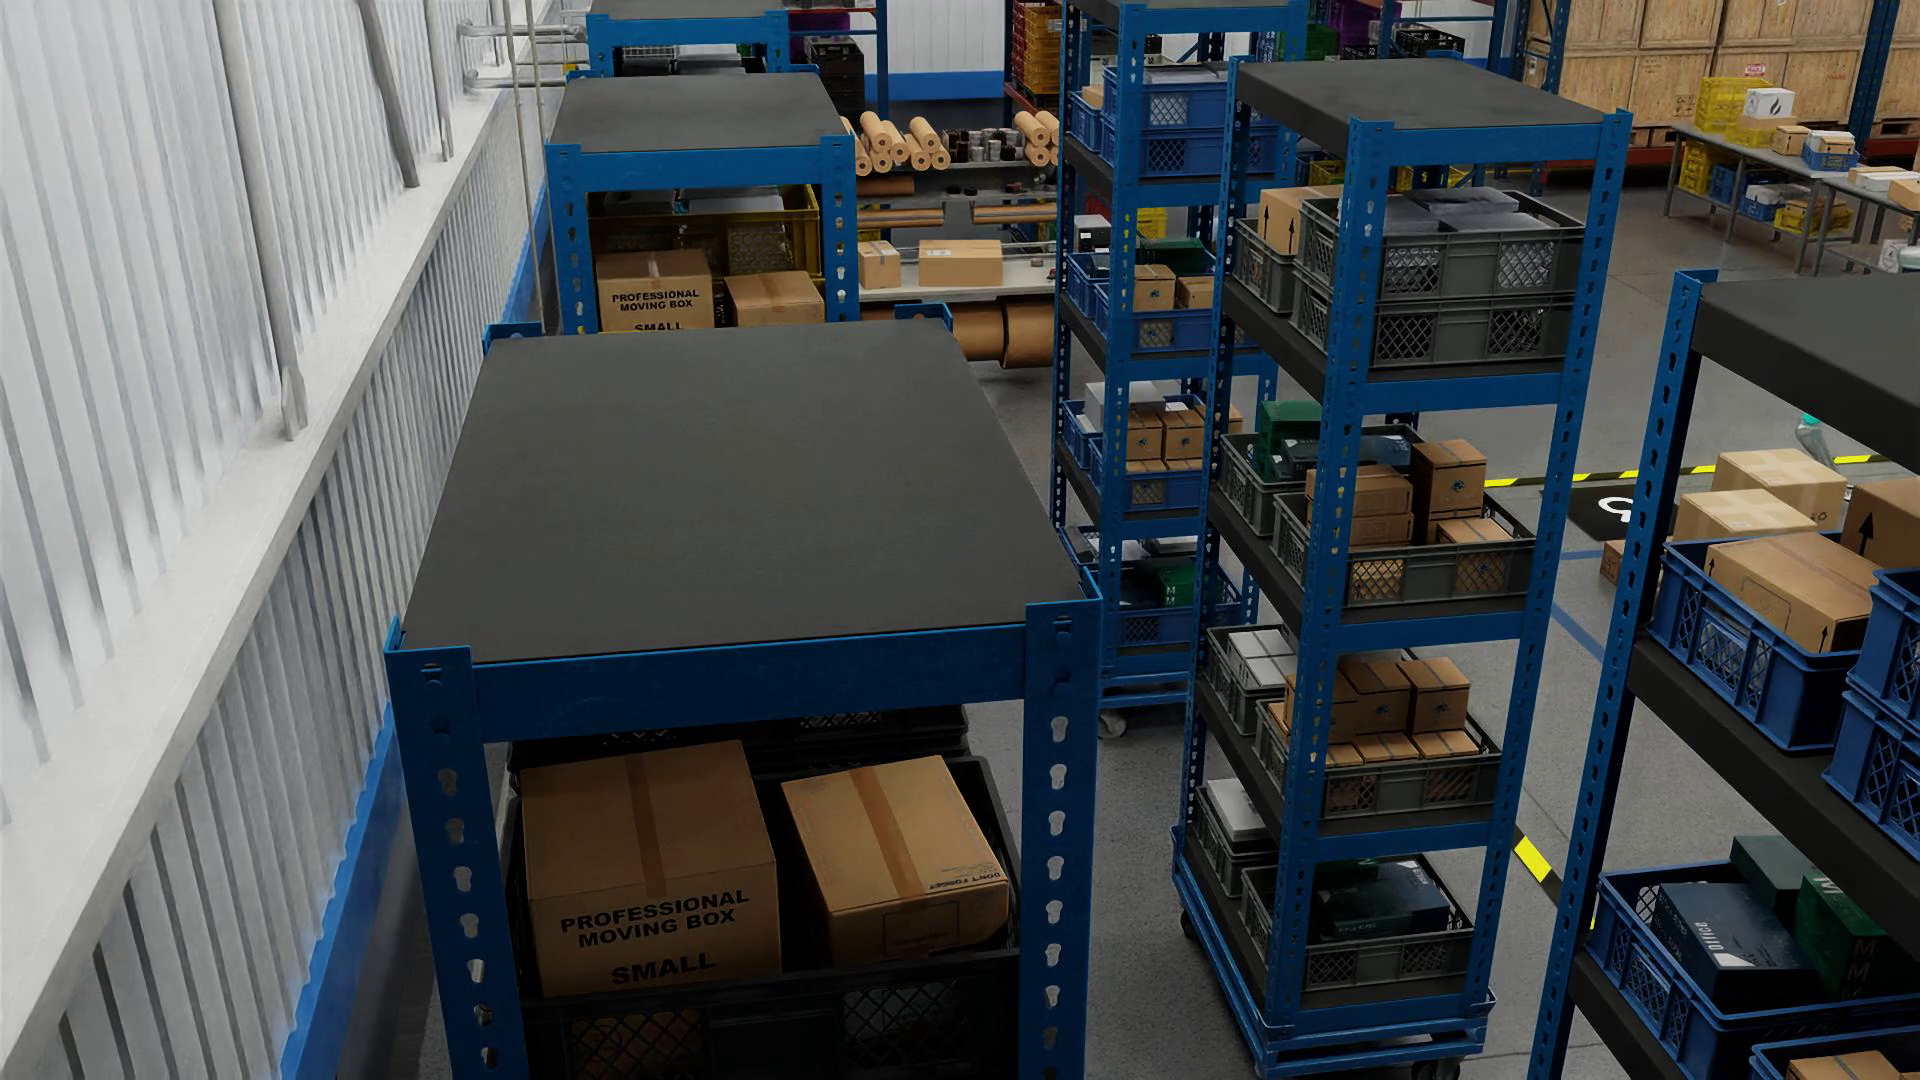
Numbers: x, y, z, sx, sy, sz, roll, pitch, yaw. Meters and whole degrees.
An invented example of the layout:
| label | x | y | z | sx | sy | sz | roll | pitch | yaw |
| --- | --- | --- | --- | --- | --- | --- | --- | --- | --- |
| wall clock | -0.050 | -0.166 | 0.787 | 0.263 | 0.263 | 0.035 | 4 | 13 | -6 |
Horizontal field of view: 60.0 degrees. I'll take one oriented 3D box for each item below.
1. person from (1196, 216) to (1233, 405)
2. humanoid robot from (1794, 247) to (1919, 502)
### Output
| label | x | y | z | sx | sy | sz | roll | pitch | yaw |
| --- | --- | --- | --- | --- | --- | --- | --- | --- | --- |
| person | 1.674 | -1.263 | 11.151 | 0.368 | 1.852 | 0.588 | -3 | 25 | -7 |
| humanoid robot | 5.774 | -1.103 | 10.781 | 0.735 | 1.674 | 0.533 | 14 | 28 | 28 |
